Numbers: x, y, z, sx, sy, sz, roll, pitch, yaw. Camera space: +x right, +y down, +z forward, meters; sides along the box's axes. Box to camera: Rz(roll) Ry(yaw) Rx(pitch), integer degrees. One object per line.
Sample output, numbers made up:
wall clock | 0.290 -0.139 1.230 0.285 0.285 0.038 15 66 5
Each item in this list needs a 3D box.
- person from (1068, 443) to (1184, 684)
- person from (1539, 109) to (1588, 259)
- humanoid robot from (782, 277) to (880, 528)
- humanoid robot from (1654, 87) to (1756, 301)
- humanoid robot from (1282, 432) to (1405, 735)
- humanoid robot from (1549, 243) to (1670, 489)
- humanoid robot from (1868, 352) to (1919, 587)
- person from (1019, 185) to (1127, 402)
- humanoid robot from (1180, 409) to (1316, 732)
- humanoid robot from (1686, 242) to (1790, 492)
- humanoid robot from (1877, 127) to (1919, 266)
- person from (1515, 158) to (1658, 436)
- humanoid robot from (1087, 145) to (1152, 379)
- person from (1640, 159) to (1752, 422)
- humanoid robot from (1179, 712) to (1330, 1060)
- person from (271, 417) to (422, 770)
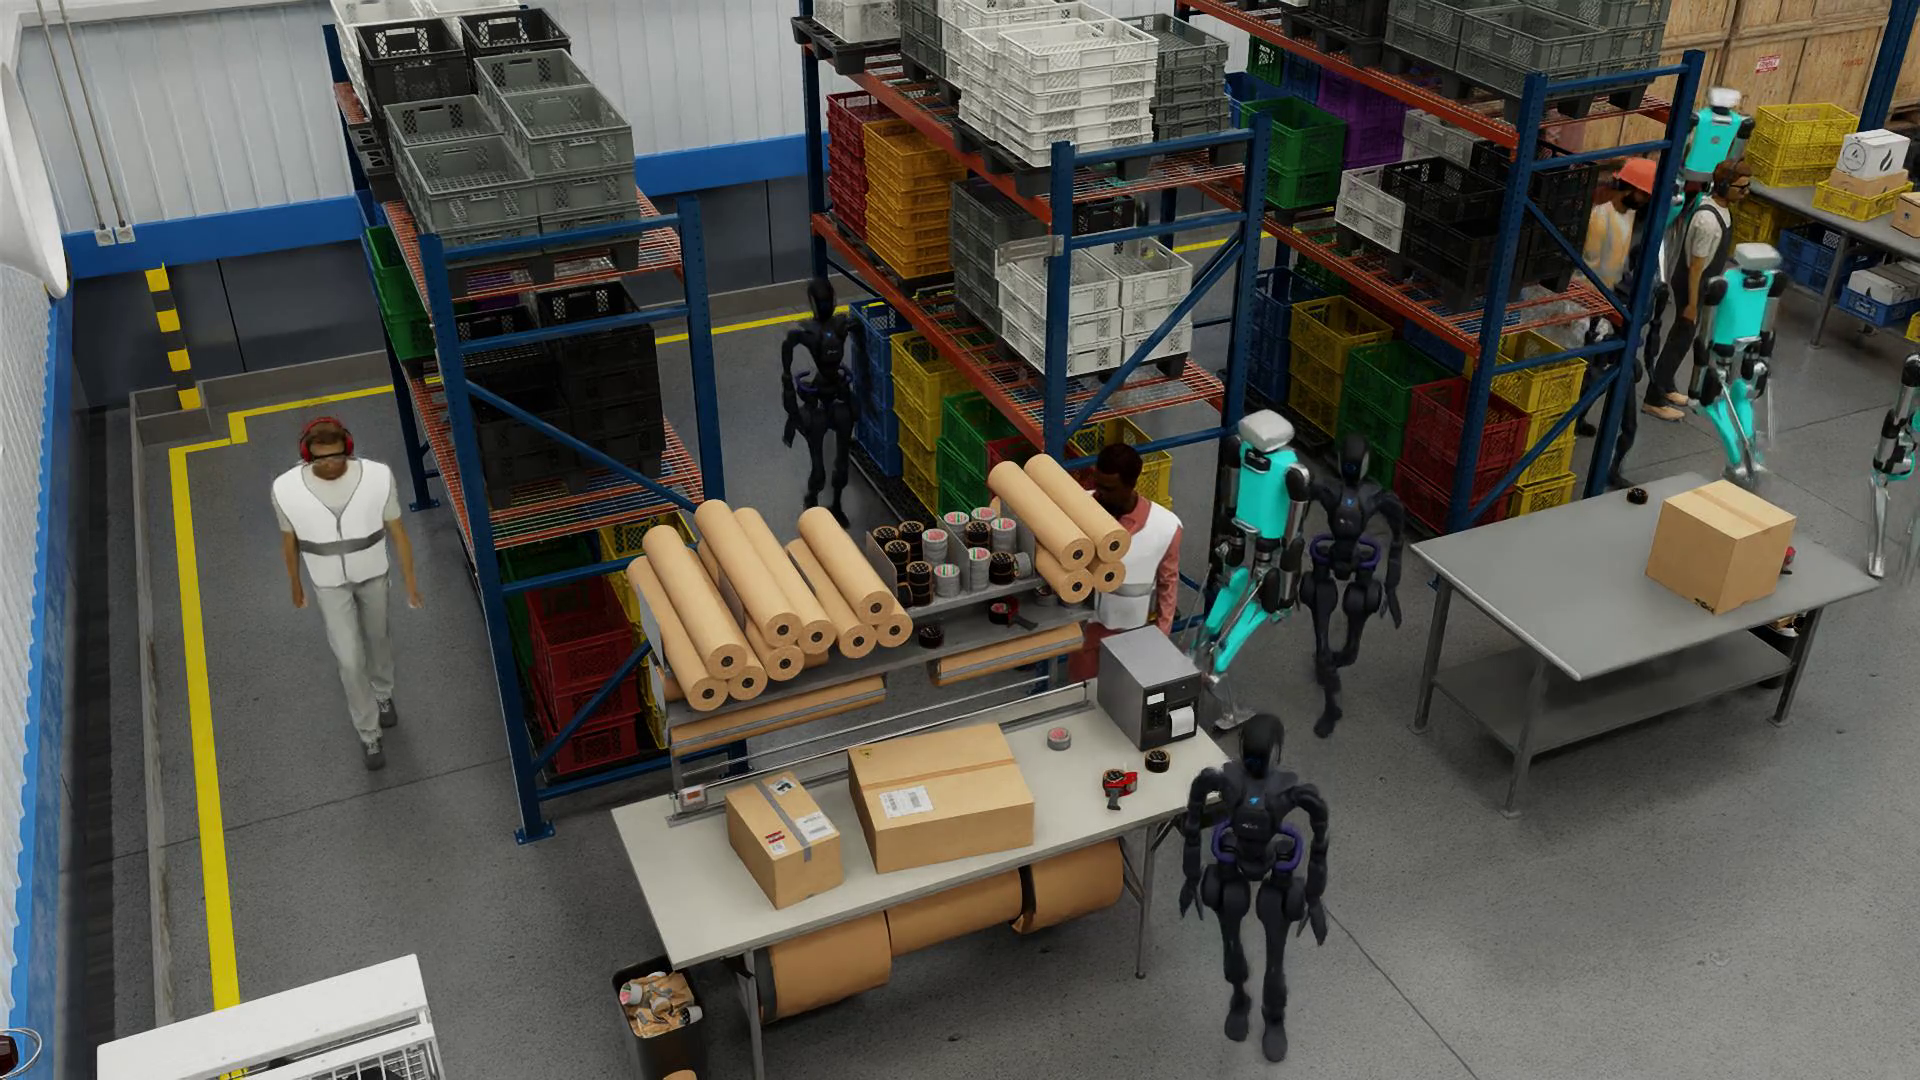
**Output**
person | 0.715 0.378 7.786 0.588 1.916 0.394 11 33 17
person | 4.901 -3.067 13.531 0.521 1.762 0.335 -27 40 -36
humanoid robot | -0.776 -0.807 9.937 0.608 1.650 0.325 -14 34 -22
humanoid robot | 5.696 -2.727 13.058 0.556 1.832 0.903 4 32 7
humanoid robot | 1.947 0.179 8.368 0.598 1.640 0.559 9 33 14
humanoid robot | 4.101 -1.111 10.440 0.610 1.641 0.503 -10 33 -16
humanoid robot | 5.402 -0.467 9.407 0.548 1.843 0.814 9 33 15
person | 0.775 -1.771 11.370 0.822 1.806 0.624 26 40 36
humanoid robot | 1.311 0.270 8.173 0.655 1.840 0.543 -21 37 -30
humanoid robot | 4.693 -0.821 9.945 0.530 1.836 0.701 -9 33 -14
humanoid robot | 7.406 -2.584 12.853 0.599 1.633 0.755 -21 38 -31
person | 4.158 -1.620 11.048 0.625 1.894 0.594 -27 40 -36
humanoid robot | 1.058 -1.942 11.805 0.535 1.857 0.762 4 32 6
person | 4.964 -1.682 11.214 0.332 1.836 0.506 16 35 24
humanoid robot | 1.148 1.330 6.470 0.589 1.640 0.341 8 33 13
person | -2.930 0.253 8.081 0.584 1.810 0.808 -14 34 -22
